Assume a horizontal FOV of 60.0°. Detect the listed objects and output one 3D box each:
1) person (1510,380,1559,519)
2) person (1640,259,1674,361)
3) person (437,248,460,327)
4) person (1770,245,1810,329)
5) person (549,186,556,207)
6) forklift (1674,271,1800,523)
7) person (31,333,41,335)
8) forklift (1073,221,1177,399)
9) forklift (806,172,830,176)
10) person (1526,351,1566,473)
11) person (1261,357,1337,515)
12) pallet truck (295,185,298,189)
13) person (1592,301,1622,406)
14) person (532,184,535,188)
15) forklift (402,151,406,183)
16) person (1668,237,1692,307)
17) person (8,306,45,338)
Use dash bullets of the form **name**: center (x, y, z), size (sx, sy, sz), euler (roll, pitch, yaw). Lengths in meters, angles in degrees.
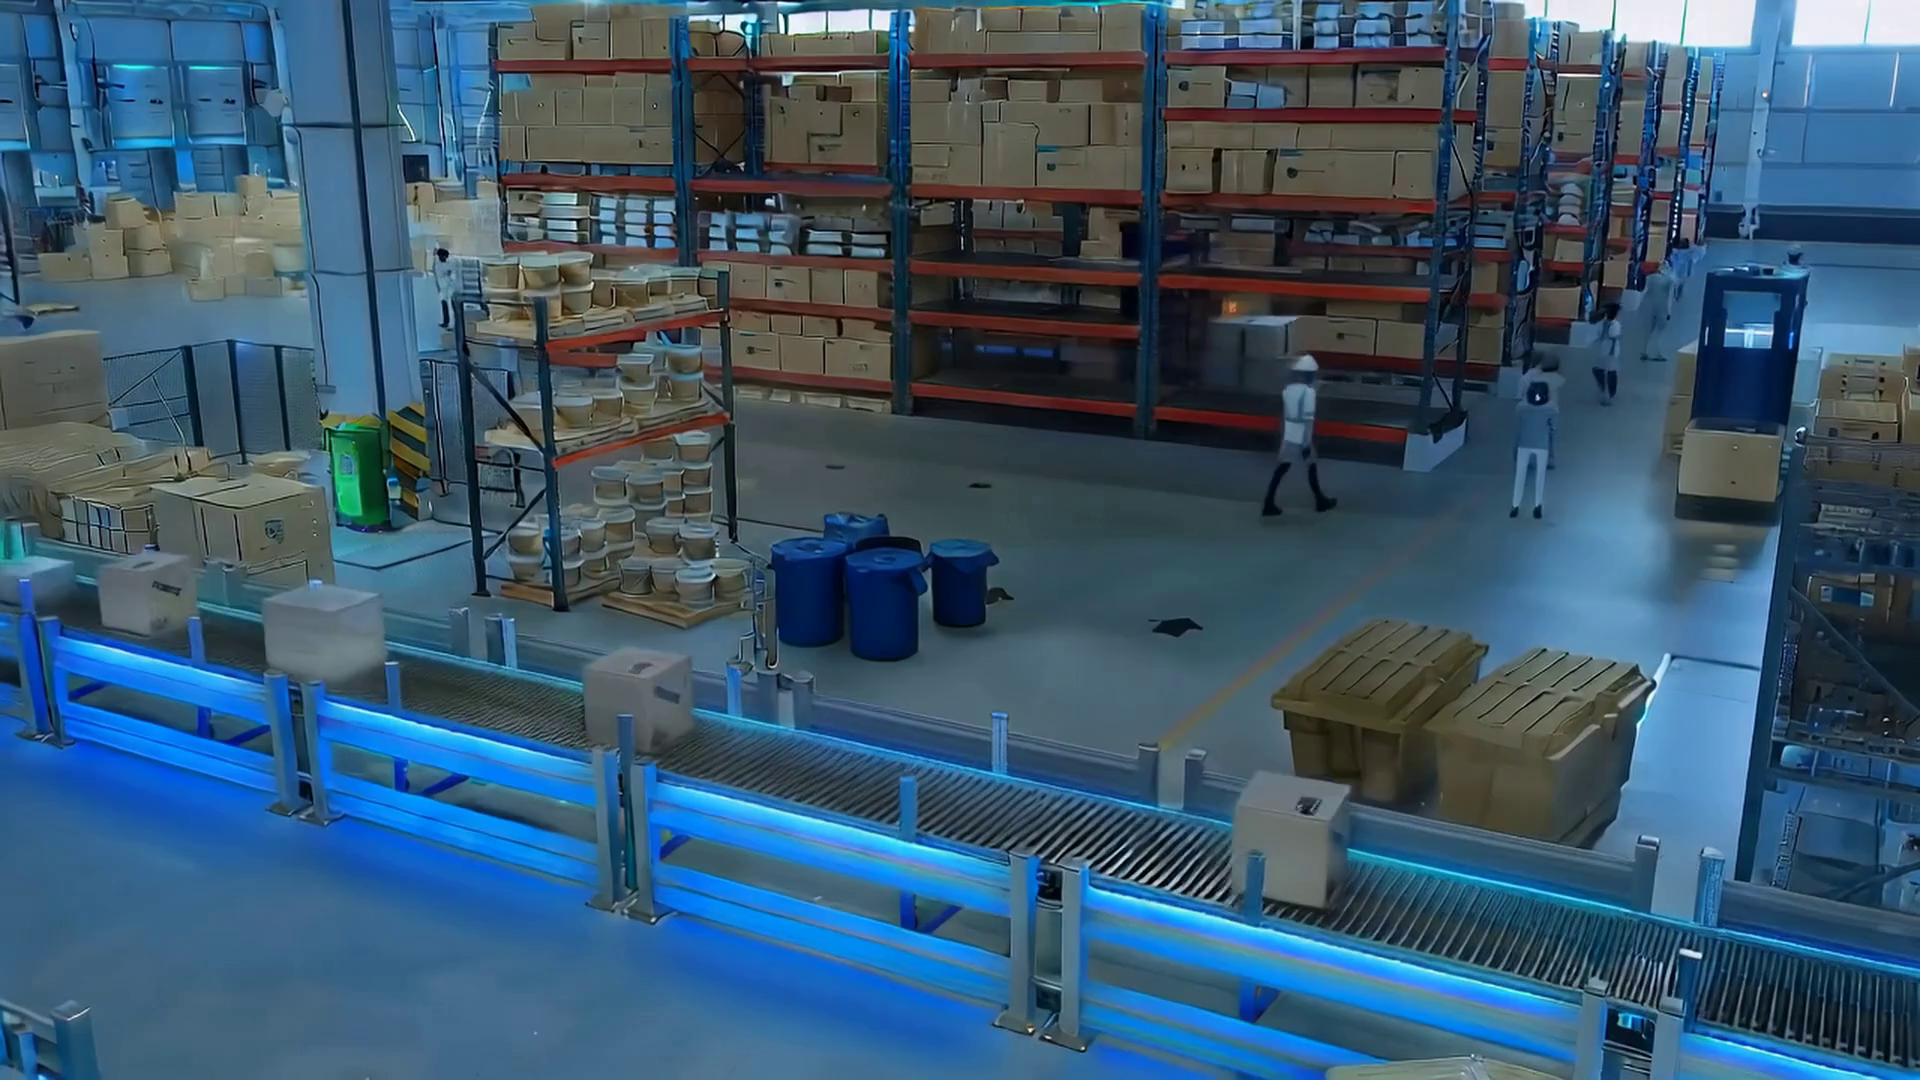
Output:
- **person**: center (6.716, -1.062, 19.478), size (0.499, 1.633, 0.286), euler (5, 16, 18)
- **person**: center (13.088, -4.301, 31.153), size (0.400, 1.901, 0.642), euler (-7, 16, -24)
- **person**: center (-10.980, -5.401, 35.671), size (0.540, 1.695, 0.317), euler (5, 16, 17)
- **person**: center (16.350, -4.804, 32.844), size (0.634, 1.993, 1.037), euler (13, 20, 40)
- **person**: center (-13.860, -10.974, 56.198), size (0.637, 1.921, 0.614), euler (10, 18, 34)
- **forklift**: center (9.269, -1.763, 19.726), size (1.129, 2.768, 1.873), euler (8, 17, 27)
- **person**: center (-12.905, -2.103, 23.427), size (0.523, 1.623, 0.483), euler (10, 18, 32)
- **forklift**: center (2.944, -3.875, 27.666), size (1.873, 2.768, 1.129), euler (8, 17, 28)
- **forklift**: center (-5.207, -12.861, 61.447), size (1.129, 2.768, 1.873), euler (8, 17, 28)
- **person**: center (7.650, -1.677, 21.846), size (0.504, 1.610, 0.735), euler (13, 20, 40)
- **person**: center (4.001, -1.218, 19.607), size (1.012, 1.882, 0.567), euler (-8, 17, -28)
- **pallet truck**: center (-26.804, -14.617, 69.738), size (1.885, 1.965, 0.823), euler (-14, 20, -42)
- **person**: center (10.364, -2.981, 26.590), size (0.432, 1.682, 0.538), euler (-1, 15, -4)
- **person**: center (-17.009, -13.484, 66.073), size (0.530, 1.689, 0.321), euler (3, 15, 10)
- **forklift**: center (-21.717, -13.660, 64.452), size (1.873, 2.768, 1.129), euler (1, 15, 2)
- **person**: center (16.843, -6.267, 39.003), size (0.551, 1.644, 0.861), euler (8, 17, 28)
- **person**: center (-14.350, -2.750, 25.636), size (0.537, 1.736, 0.856), euler (-11, 18, -35)
